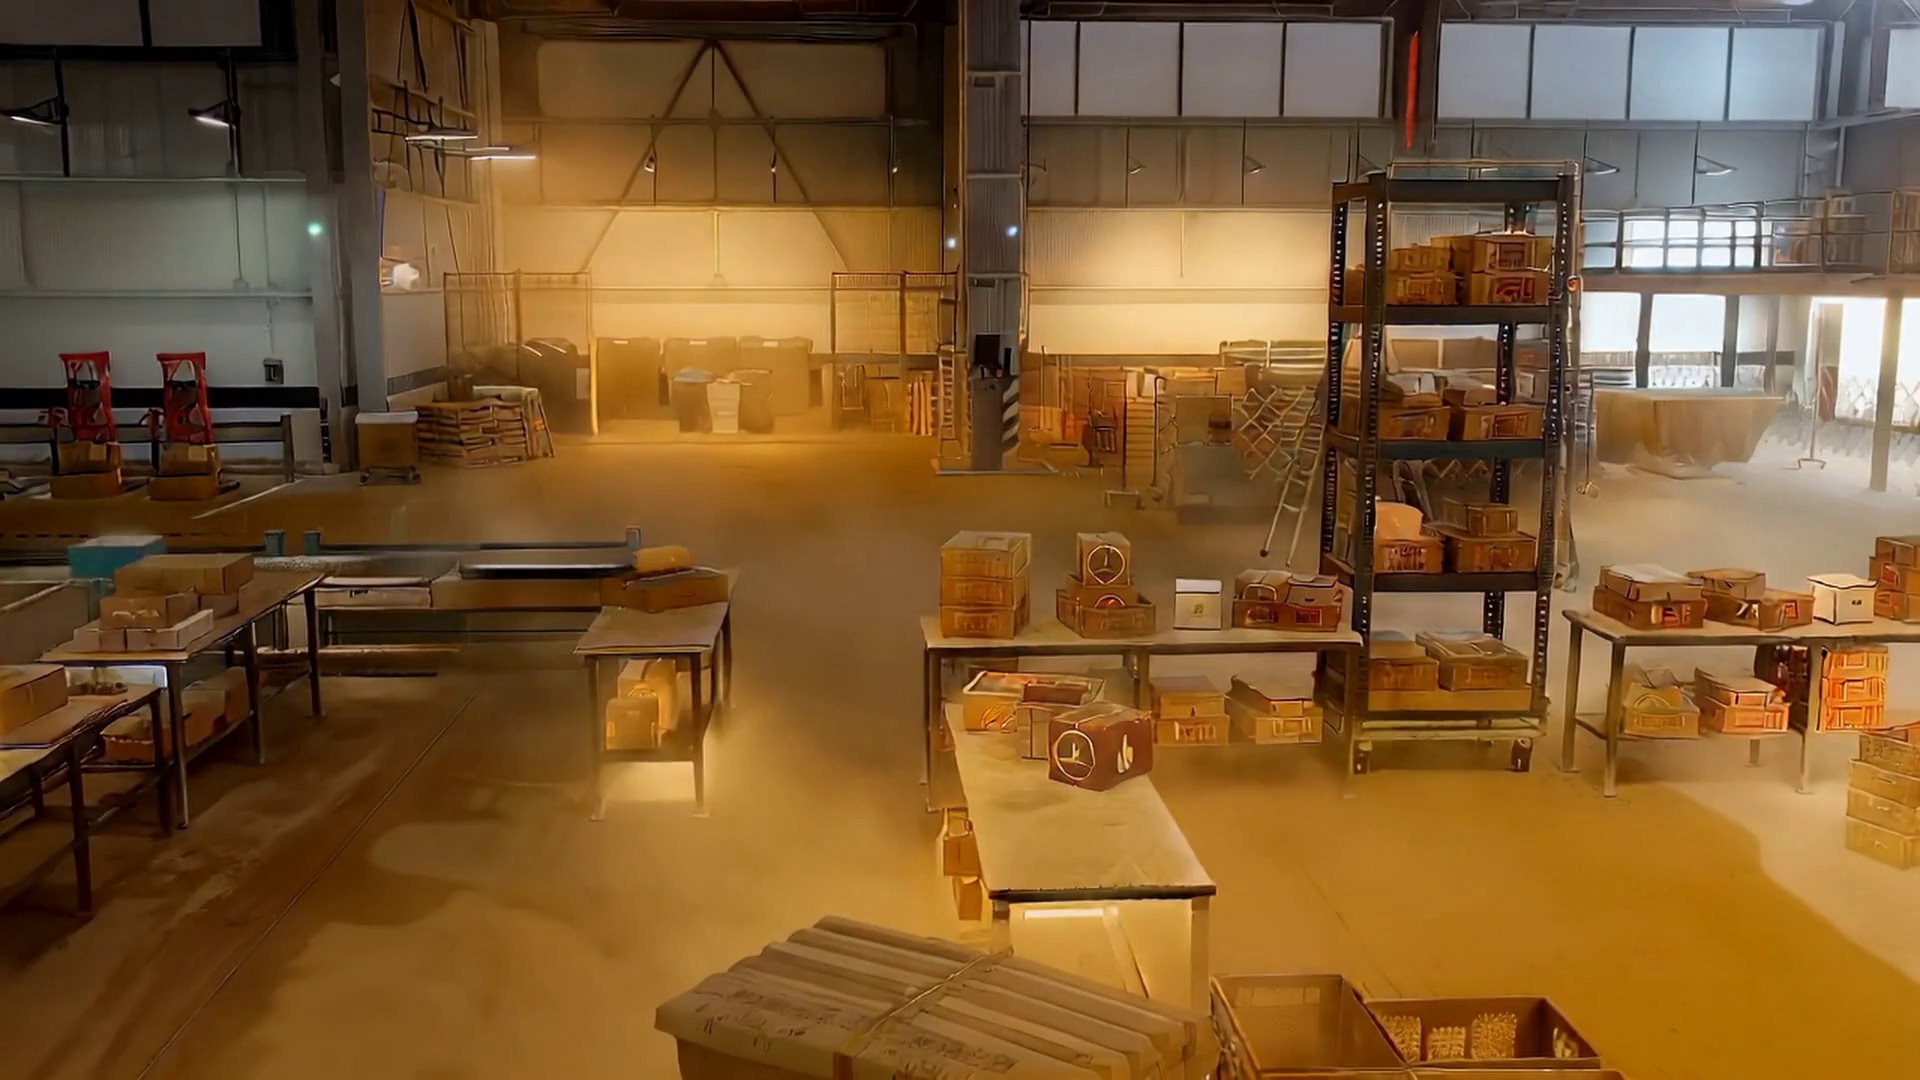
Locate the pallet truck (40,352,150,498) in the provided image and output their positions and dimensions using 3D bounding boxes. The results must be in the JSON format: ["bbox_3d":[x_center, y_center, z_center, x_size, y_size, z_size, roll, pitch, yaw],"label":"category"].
[{"bbox_3d":[-11.907,-1.642,23.165,0.823,1.965,1.885,0,9,0],"label":"pallet truck"}]

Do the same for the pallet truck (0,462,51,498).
[{"bbox_3d":[-13.193,-1.293,23.148,0.653,1.274,1.630,-1,9,-4],"label":"pallet truck"}]

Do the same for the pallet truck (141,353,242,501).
[{"bbox_3d":[-10.520,-1.604,22.925,0.823,1.965,1.885,-1,9,-6],"label":"pallet truck"}]
